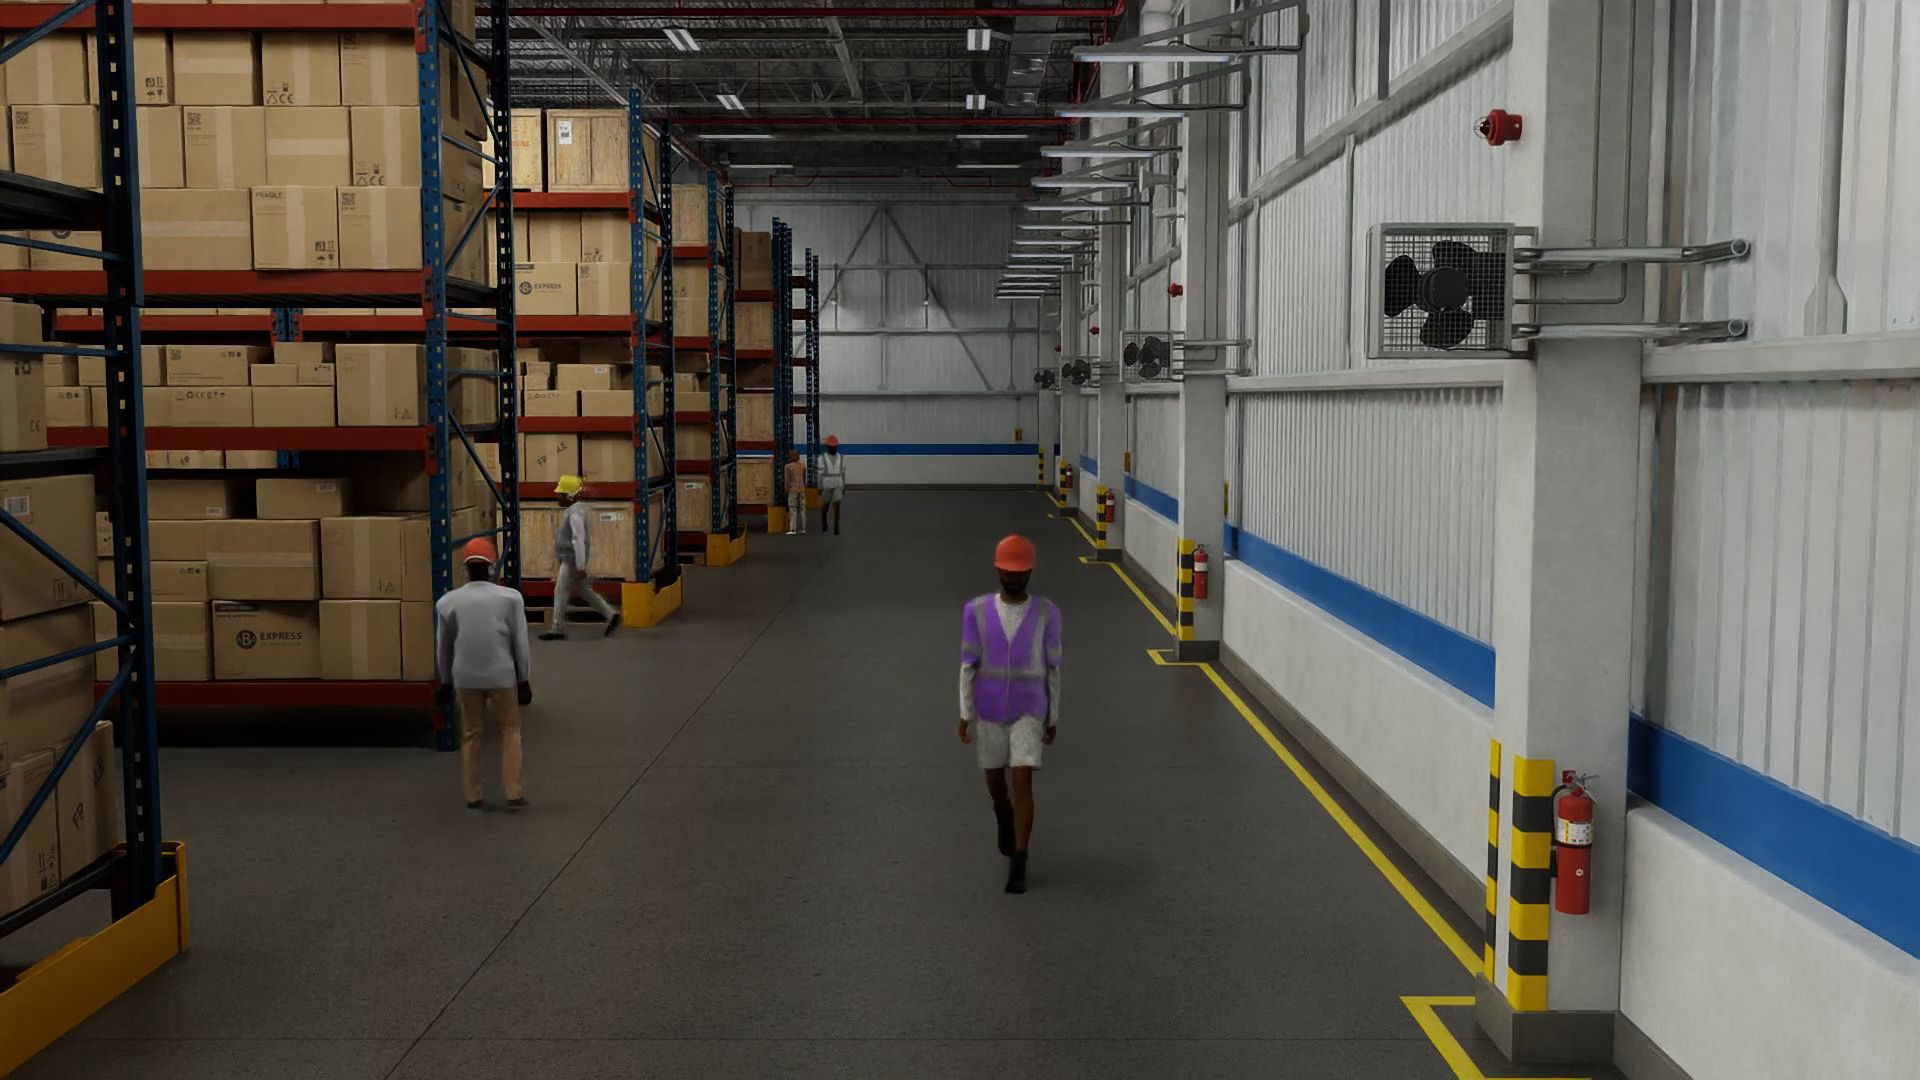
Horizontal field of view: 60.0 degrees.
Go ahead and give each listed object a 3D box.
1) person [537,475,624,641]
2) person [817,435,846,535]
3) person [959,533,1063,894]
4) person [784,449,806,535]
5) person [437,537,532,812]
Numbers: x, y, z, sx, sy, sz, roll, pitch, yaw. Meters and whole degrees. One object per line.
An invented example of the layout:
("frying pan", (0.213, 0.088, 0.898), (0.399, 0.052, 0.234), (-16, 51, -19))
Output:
("person", (-4.088, 0.193, 17.903), (0.857, 1.805, 0.580), (-1, 5, -9))
("person", (-2.473, -1.058, 31.859), (0.552, 1.917, 0.749), (-1, 5, -16))
("person", (0.291, 0.895, 9.117), (0.549, 1.910, 0.858), (1, 5, 9))
("person", (-3.125, -0.900, 31.570), (0.514, 1.636, 0.314), (-4, 7, -42))
("person", (-2.997, 0.852, 10.501), (0.590, 1.747, 0.345), (0, 5, -1))
